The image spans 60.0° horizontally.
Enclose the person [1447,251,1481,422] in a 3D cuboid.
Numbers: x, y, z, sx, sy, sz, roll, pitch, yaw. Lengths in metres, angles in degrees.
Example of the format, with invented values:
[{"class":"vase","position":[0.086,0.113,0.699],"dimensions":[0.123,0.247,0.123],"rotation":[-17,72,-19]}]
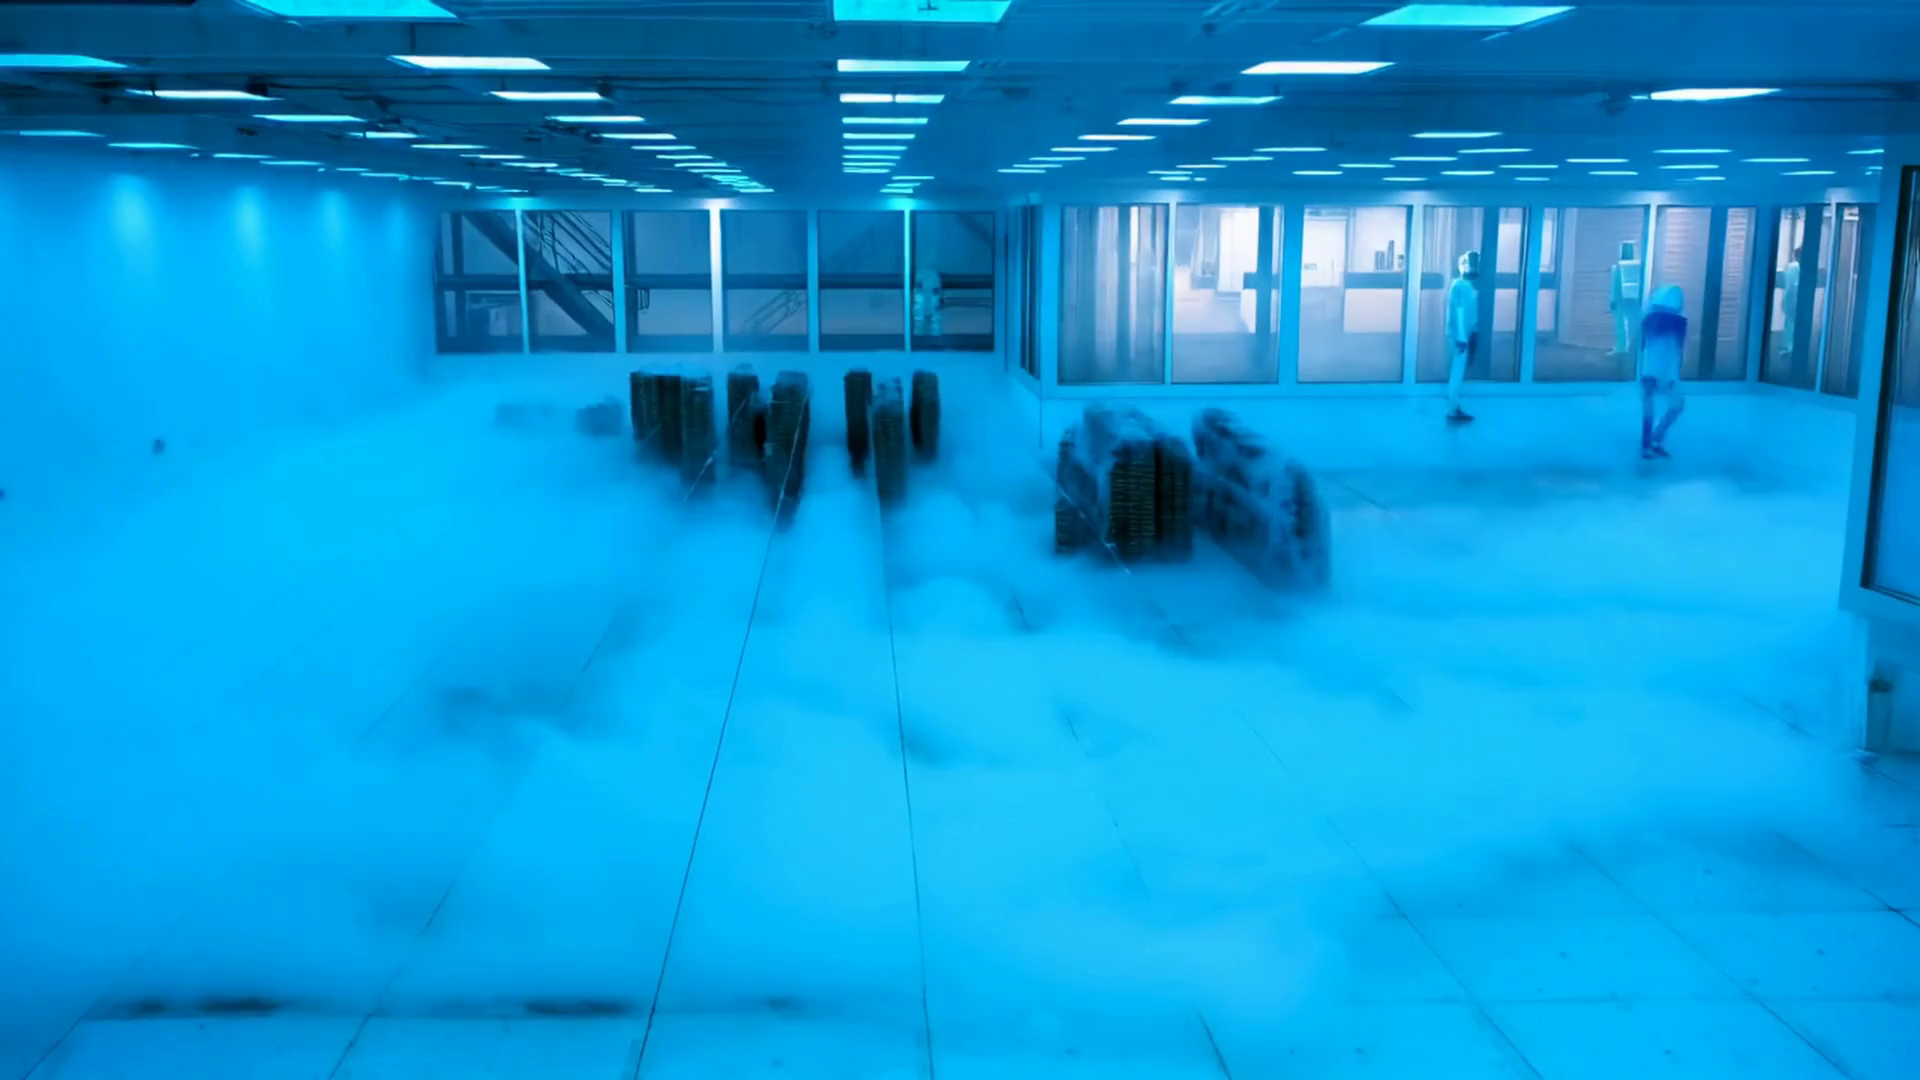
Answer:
[{"class":"person","position":[5.574,-2.238,18.359],"dimensions":[0.328,1.874,0.517],"rotation":[4,11,22]}]

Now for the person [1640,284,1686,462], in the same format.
[{"class":"person","position":[6.366,-1.503,15.070],"dimensions":[0.357,1.620,0.501],"rotation":[-5,12,-26]}]
